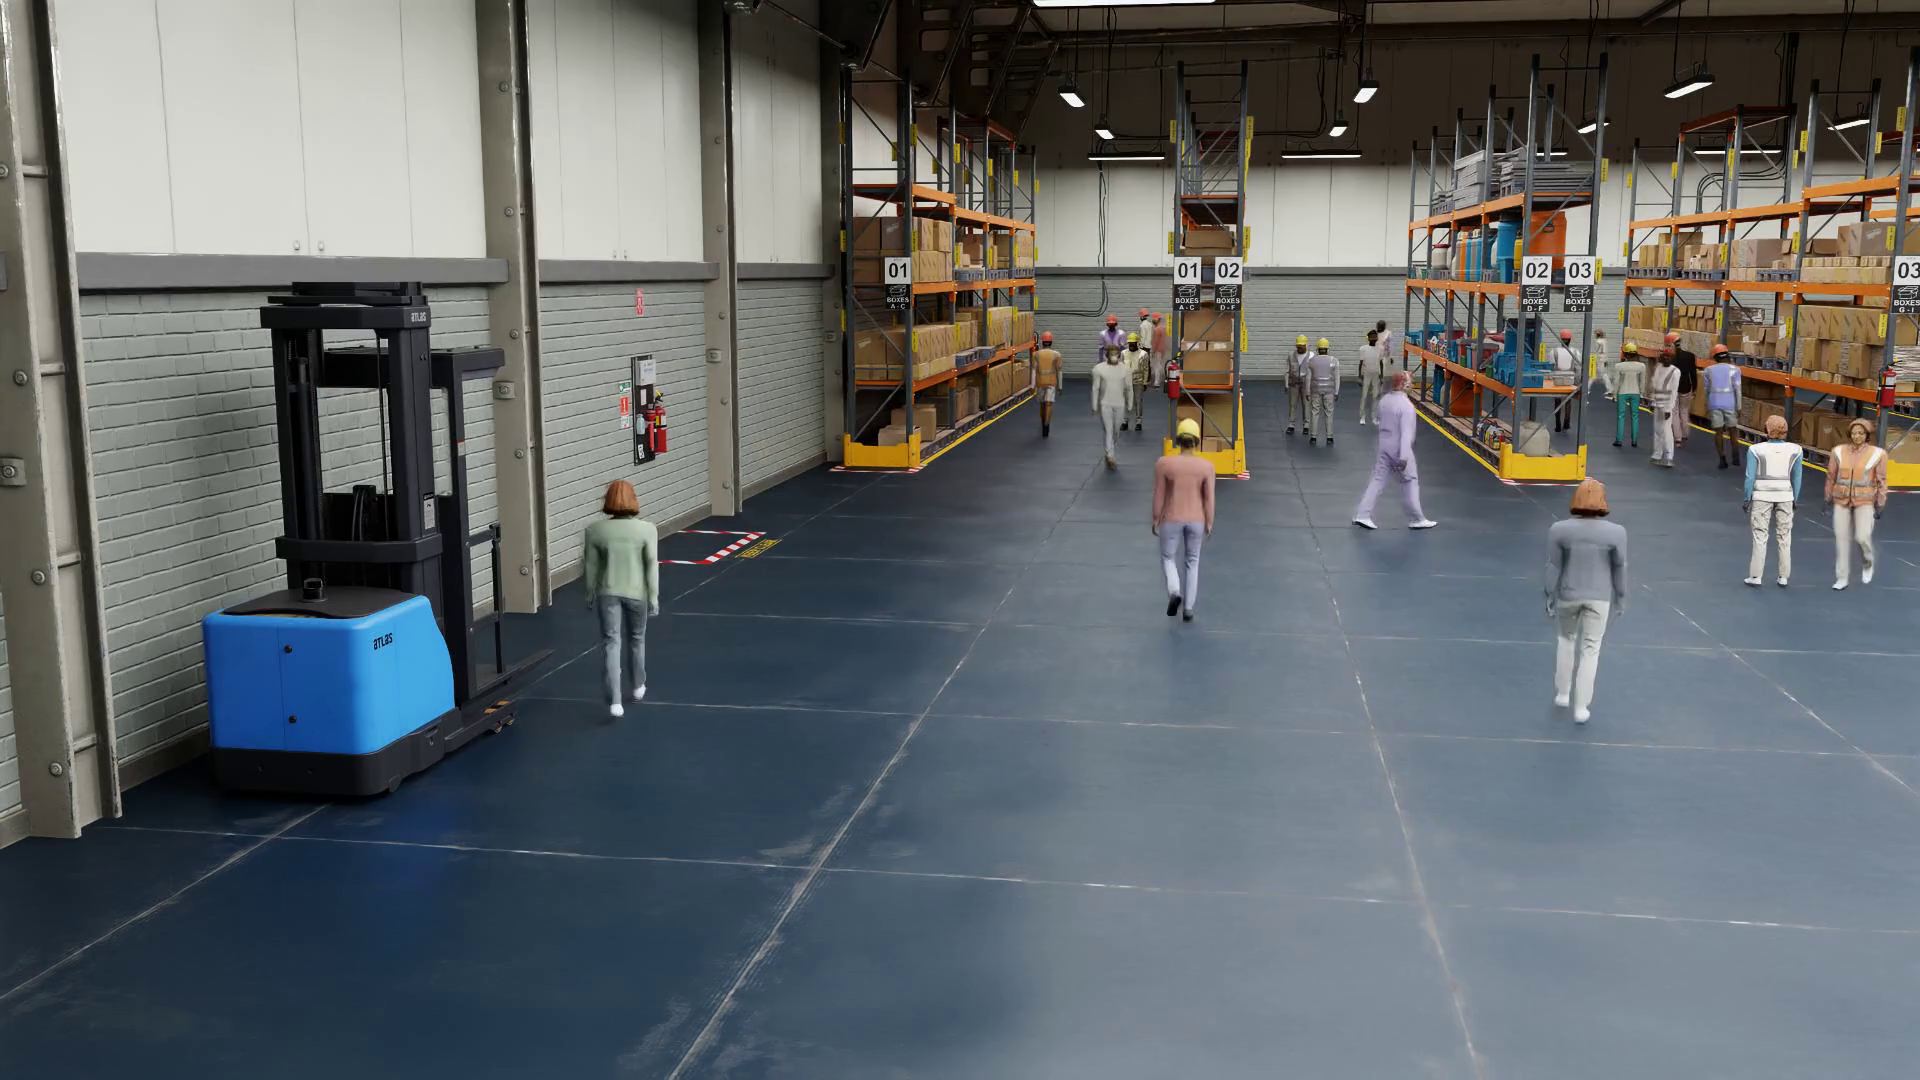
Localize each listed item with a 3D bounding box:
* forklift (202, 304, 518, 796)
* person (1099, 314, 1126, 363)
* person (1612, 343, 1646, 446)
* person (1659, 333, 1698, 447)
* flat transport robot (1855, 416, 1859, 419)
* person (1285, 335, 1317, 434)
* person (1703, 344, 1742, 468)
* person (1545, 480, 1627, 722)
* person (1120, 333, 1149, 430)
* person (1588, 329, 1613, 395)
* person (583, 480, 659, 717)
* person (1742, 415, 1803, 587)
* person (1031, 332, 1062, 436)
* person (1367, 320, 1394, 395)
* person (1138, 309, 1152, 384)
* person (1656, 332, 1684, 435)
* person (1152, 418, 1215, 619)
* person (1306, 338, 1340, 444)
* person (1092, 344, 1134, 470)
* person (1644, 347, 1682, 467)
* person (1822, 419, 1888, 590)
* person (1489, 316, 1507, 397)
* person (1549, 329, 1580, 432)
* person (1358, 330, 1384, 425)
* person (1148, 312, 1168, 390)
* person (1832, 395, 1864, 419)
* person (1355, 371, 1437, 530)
[{"bbox_3d":[-3.673,-0.038,10.147,1.129,2.768,1.873,1,9,9],"label":"forklift"},{"bbox_3d":[3.461,-4.094,37.695,0.632,2.021,0.659,1,9,7],"label":"person"},{"bbox_3d":[11.492,-2.497,28.599,0.530,1.772,0.302,1,9,6],"label":"person"},{"bbox_3d":[12.352,-2.599,28.731,0.641,1.932,0.830,1,9,3],"label":"person"},{"bbox_3d":[16.721,-2.366,32.530,0.652,0.197,1.431,-6,11,-34],"label":"flat transport robot"},{"bbox_3d":[6.301,-2.880,30.774,0.601,1.827,0.403,3,10,21],"label":"person"},{"bbox_3d":[11.717,-2.059,25.563,0.591,1.878,0.636,6,11,32],"label":"person"},{"bbox_3d":[4.242,0.395,11.259,0.504,1.615,0.619,5,11,29],"label":"person"},{"bbox_3d":[3.278,-3.009,31.566,0.593,1.833,0.404,4,10,21],"label":"person"},{"bbox_3d":[15.578,-4.336,40.507,0.875,1.587,0.524,6,11,34],"label":"person"},{"bbox_3d":[-2.319,0.383,11.391,0.514,1.587,0.850,-1,9,-6],"label":"person"},{"bbox_3d":[7.743,-0.369,15.870,0.515,1.641,0.314,2,9,9],"label":"person"},{"bbox_3d":[1.586,-2.860,30.477,0.558,1.894,1.006,1,9,9],"label":"person"},{"bbox_3d":[10.132,-4.411,40.246,0.743,1.819,0.458,8,12,41],"label":"person"},{"bbox_3d":[4.885,-5.130,44.160,0.396,1.987,0.623,5,10,27],"label":"person"},{"bbox_3d":[12.992,-2.847,30.364,0.591,1.904,0.817,0,9,2],"label":"person"},{"bbox_3d":[1.923,-0.164,14.256,0.539,1.751,0.479,0,9,3],"label":"person"},{"bbox_3d":[6.337,-2.607,29.075,0.587,1.836,0.404,2,9,12],"label":"person"},{"bbox_3d":[2.339,-2.078,25.645,0.638,1.911,0.968,-1,9,-6],"label":"person"},{"bbox_3d":[10.862,-2.068,25.732,0.346,1.855,0.713,-2,9,-10],"label":"person"},{"bbox_3d":[8.463,-0.339,15.735,0.396,1.627,0.526,-9,13,-44],"label":"person"},{"bbox_3d":[12.976,-4.424,39.982,0.609,1.940,0.876,1,9,4],"label":"person"},{"bbox_3d":[11.303,-2.986,31.168,0.543,1.922,0.476,2,9,14],"label":"person"},{"bbox_3d":[8.058,-3.191,32.611,0.501,1.860,0.311,-1,9,-3],"label":"person"},{"bbox_3d":[5.028,-4.788,42.115,0.508,1.972,0.614,2,9,12],"label":"person"},{"bbox_3d":[18.029,-3.373,33.682,0.603,1.877,0.960,-1,9,-8],"label":"person"},{"bbox_3d":[5.068,-1.039,19.355,0.987,1.865,0.651,-4,10,-21],"label":"person"}]
